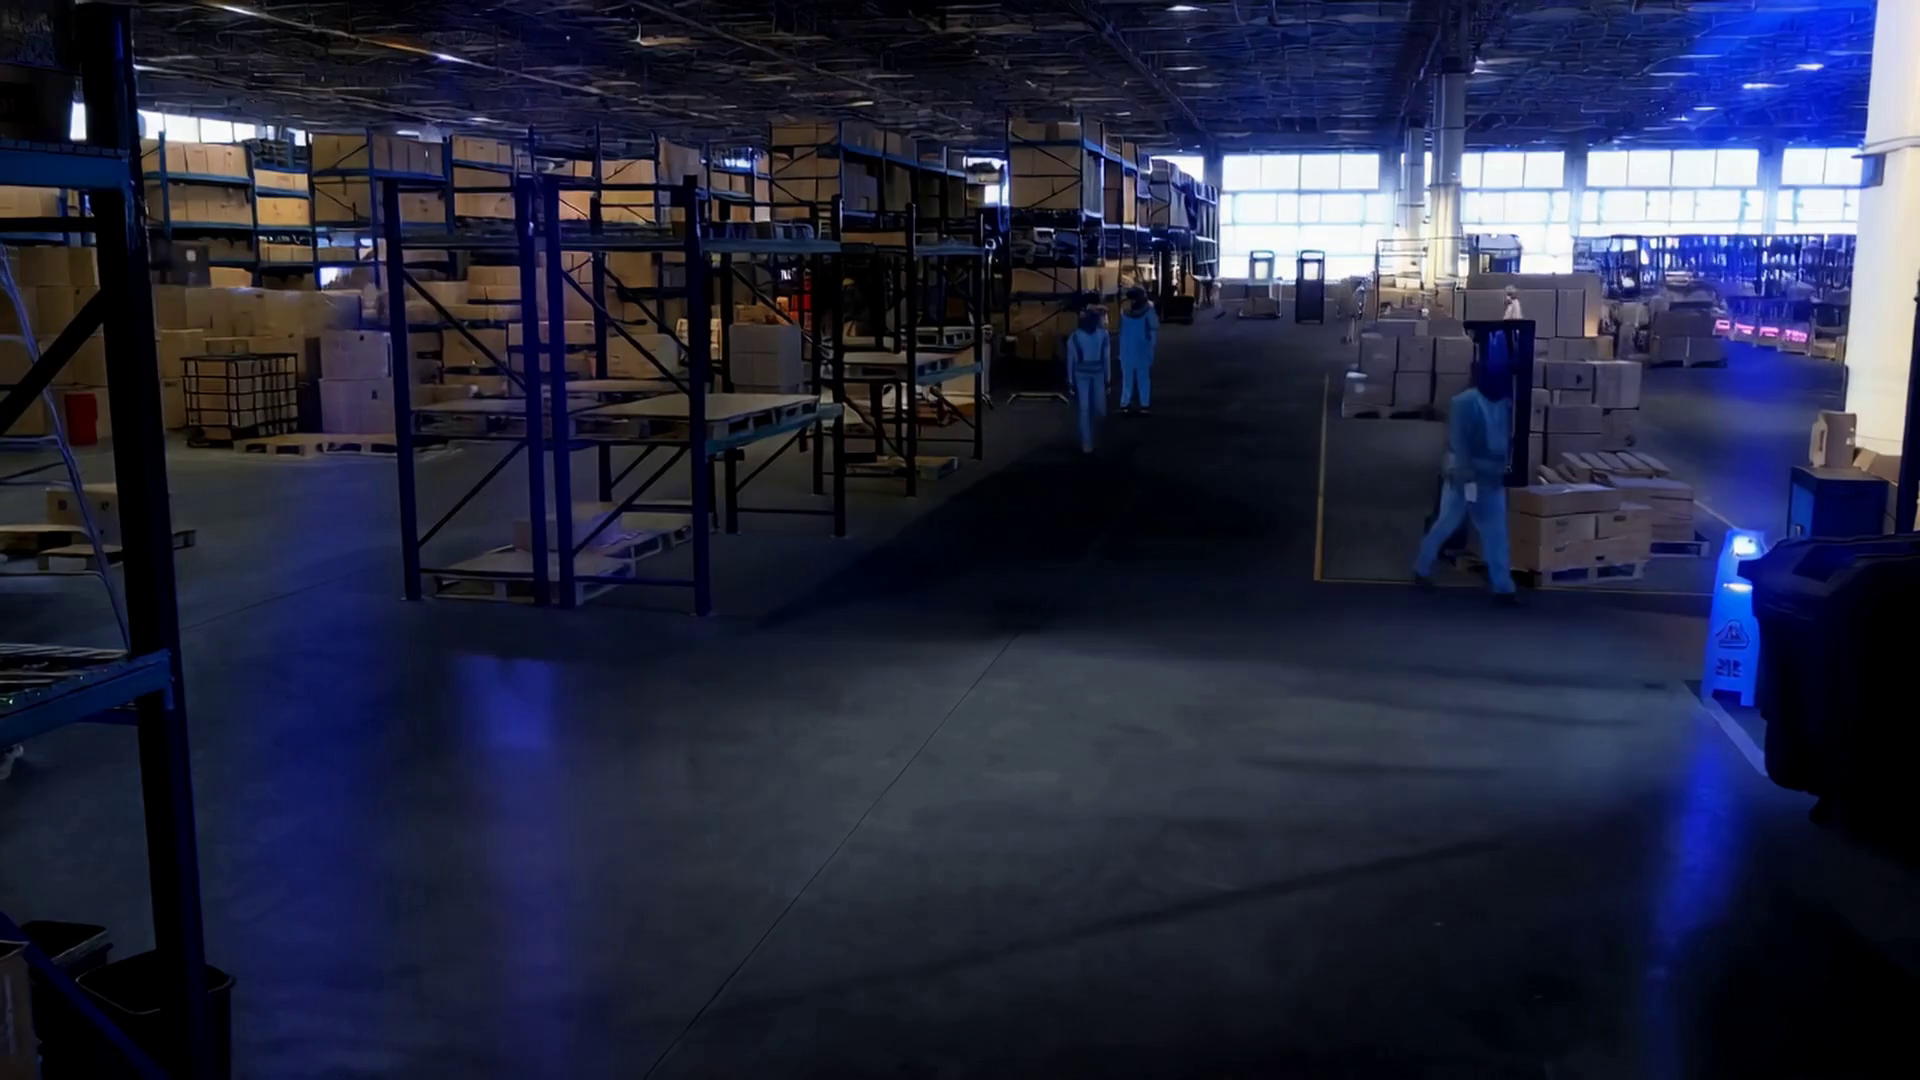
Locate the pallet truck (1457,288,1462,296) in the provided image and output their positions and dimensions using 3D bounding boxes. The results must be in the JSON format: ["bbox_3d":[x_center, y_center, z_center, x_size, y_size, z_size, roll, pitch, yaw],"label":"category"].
[{"bbox_3d":[20.506,-9.785,68.819,0.653,1.274,1.630,2,10,12],"label":"pallet truck"}]

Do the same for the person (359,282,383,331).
[{"bbox_3d":[-14.719,-5.494,41.618,0.587,1.911,0.397,-5,11,-25],"label":"person"}]

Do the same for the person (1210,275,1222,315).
[{"bbox_3d":[11.384,-10.890,74.009,0.538,1.753,0.446,2,10,11],"label":"person"}]

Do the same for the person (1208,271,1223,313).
[{"bbox_3d":[11.788,-11.424,76.686,0.653,1.941,0.712,0,10,0],"label":"person"}]

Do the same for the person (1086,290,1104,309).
[{"bbox_3d":[3.365,-5.414,41.762,0.540,1.695,0.317,7,12,37],"label":"person"}]

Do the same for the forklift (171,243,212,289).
[{"bbox_3d":[-16.930,-5.175,36.848,1.873,2.768,1.129,2,10,12],"label":"forklift"}]

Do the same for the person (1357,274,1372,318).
[{"bbox_3d":[15.429,-9.146,63.260,0.905,1.906,0.552,-4,11,-24],"label":"person"}]

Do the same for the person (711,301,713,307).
[{"bbox_3d":[-6.554,-5.689,42.966,0.429,1.844,0.625,1,10,4],"label":"person"}]

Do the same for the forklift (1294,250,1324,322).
[{"bbox_3d":[13.778,-10.002,65.433,1.129,2.768,1.873,2,10,12],"label":"forklift"}]

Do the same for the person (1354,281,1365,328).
[{"bbox_3d":[14.355,-8.437,59.668,0.542,1.695,0.316,-8,12,-39],"label":"person"}]

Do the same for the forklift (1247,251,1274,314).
[{"bbox_3d":[13.172,-11.214,72.612,1.129,2.768,1.873,2,10,12],"label":"forklift"}]

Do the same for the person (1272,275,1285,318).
[{"bbox_3d":[13.439,-10.277,70.205,0.404,1.826,0.592,-7,12,-34],"label":"person"}]

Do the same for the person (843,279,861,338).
[{"bbox_3d":[-2.779,-5.521,41.564,0.609,1.985,0.409,-3,10,-18],"label":"person"}]

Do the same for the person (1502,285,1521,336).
[{"bbox_3d":[12.013,-4.610,36.331,0.407,1.918,0.555,1,10,5],"label":"person"}]

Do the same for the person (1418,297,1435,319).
[{"bbox_3d":[8.251,-3.375,29.363,1.004,1.819,0.503,-3,10,-16],"label":"person"}]

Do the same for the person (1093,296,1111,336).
[{"bbox_3d":[3.266,-4.930,39.126,0.738,1.613,0.514,-7,12,-34],"label":"person"}]

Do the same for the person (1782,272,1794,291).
[{"bbox_3d":[35.023,-10.355,70.311,0.400,1.938,0.602,-2,10,-14],"label":"person"}]

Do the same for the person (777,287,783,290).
[{"bbox_3d":[-7.479,-9.861,68.400,0.495,1.588,0.870,3,10,16],"label":"person"}]

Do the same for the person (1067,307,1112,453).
[{"bbox_3d":[1.663,-2.040,21.279,0.604,1.864,0.423,-2,10,-12],"label":"person"}]

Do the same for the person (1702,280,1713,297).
[{"bbox_3d":[29.577,-9.470,65.716,0.921,1.711,0.543,0,10,-1],"label":"person"}]

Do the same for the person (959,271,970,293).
[{"bbox_3d":[0.237,-12.667,84.170,0.550,1.899,0.952,1,10,8],"label":"person"}]

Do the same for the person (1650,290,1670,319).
[{"bbox_3d":[19.940,-6.310,47.401,0.505,1.577,0.880,1,10,6],"label":"person"}]

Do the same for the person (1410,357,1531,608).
[{"bbox_3d":[3.713,-0.436,12.065,0.642,1.780,0.986,-6,12,-34],"label":"person"}]

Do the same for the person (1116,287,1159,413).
[{"bbox_3d":[2.832,-3.080,26.926,0.688,2.000,0.539,5,11,27],"label":"person"}]

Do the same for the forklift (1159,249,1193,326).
[{"bbox_3d":[7.646,-9.320,61.395,1.873,2.768,1.129,2,10,11],"label":"forklift"}]

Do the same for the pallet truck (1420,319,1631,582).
[{"bbox_3d":[4.543,-0.757,13.299,0.823,1.965,1.885,-4,10,-22],"label":"pallet truck"}]
